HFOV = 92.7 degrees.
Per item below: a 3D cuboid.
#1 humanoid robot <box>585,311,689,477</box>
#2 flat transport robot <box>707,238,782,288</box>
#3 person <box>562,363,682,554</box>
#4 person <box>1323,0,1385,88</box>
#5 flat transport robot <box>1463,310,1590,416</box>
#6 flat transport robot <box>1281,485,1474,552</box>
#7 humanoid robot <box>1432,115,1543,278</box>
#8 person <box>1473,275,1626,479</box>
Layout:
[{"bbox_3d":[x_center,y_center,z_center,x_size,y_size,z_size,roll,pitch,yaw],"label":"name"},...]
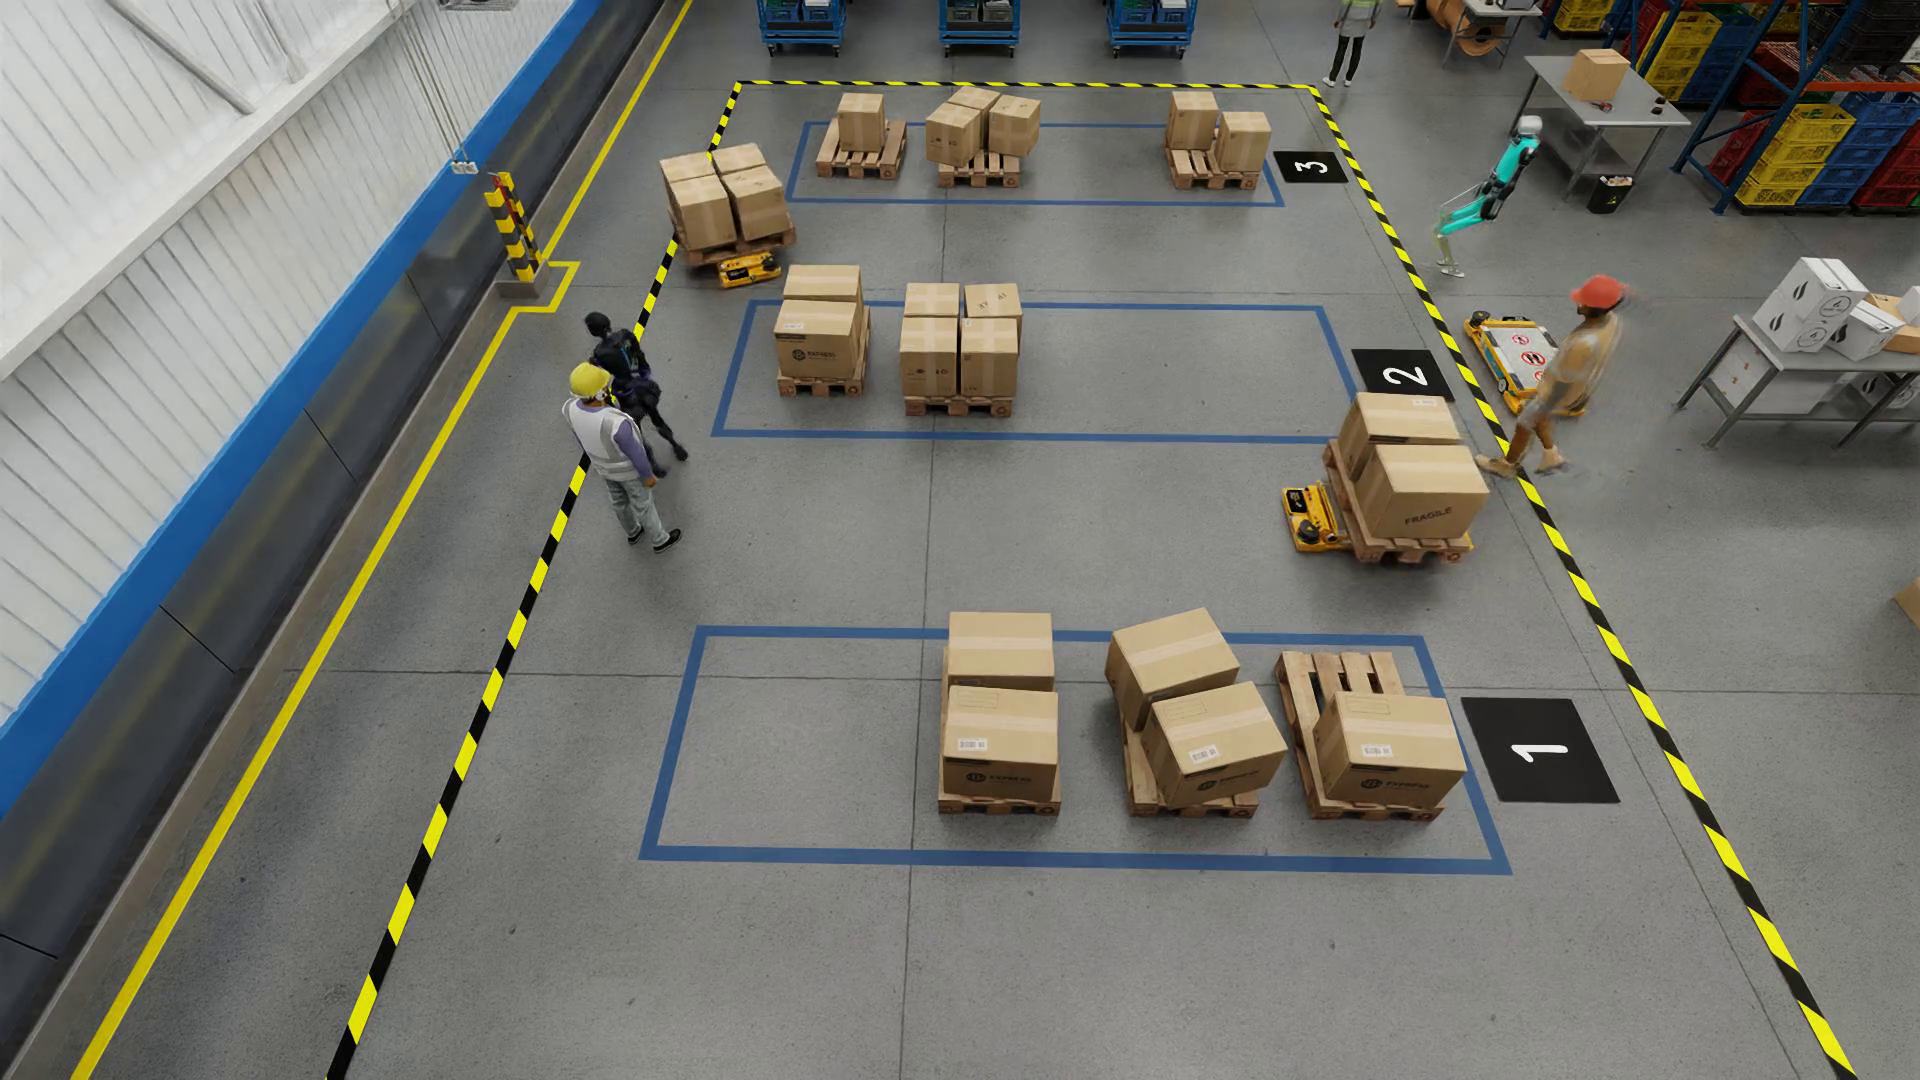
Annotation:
[{"bbox_3d":[-2.688,-1.193,7.639,0.411,1.646,0.587,20,52,17],"label":"humanoid robot"},{"bbox_3d":[-2.559,-3.397,10.455,0.652,0.197,1.431,-18,52,-15],"label":"flat transport robot"},{"bbox_3d":[-2.589,-0.600,7.015,0.589,1.836,0.404,20,52,16],"label":"person"},{"bbox_3d":[5.563,-7.335,12.834,0.596,1.852,0.369,-1,49,-1],"label":"person"},{"bbox_3d":[5.573,-1.757,9.054,0.659,0.231,1.431,1,49,1],"label":"flat transport robot"},{"bbox_3d":[3.500,-0.210,7.696,1.431,0.197,0.652,1,49,1],"label":"flat transport robot"},{"bbox_3d":[5.360,-3.580,9.572,0.735,1.677,0.533,9,50,8],"label":"humanoid robot"},{"bbox_3d":[4.855,-1.218,7.427,0.579,2.018,0.618,36,58,27],"label":"person"}]
